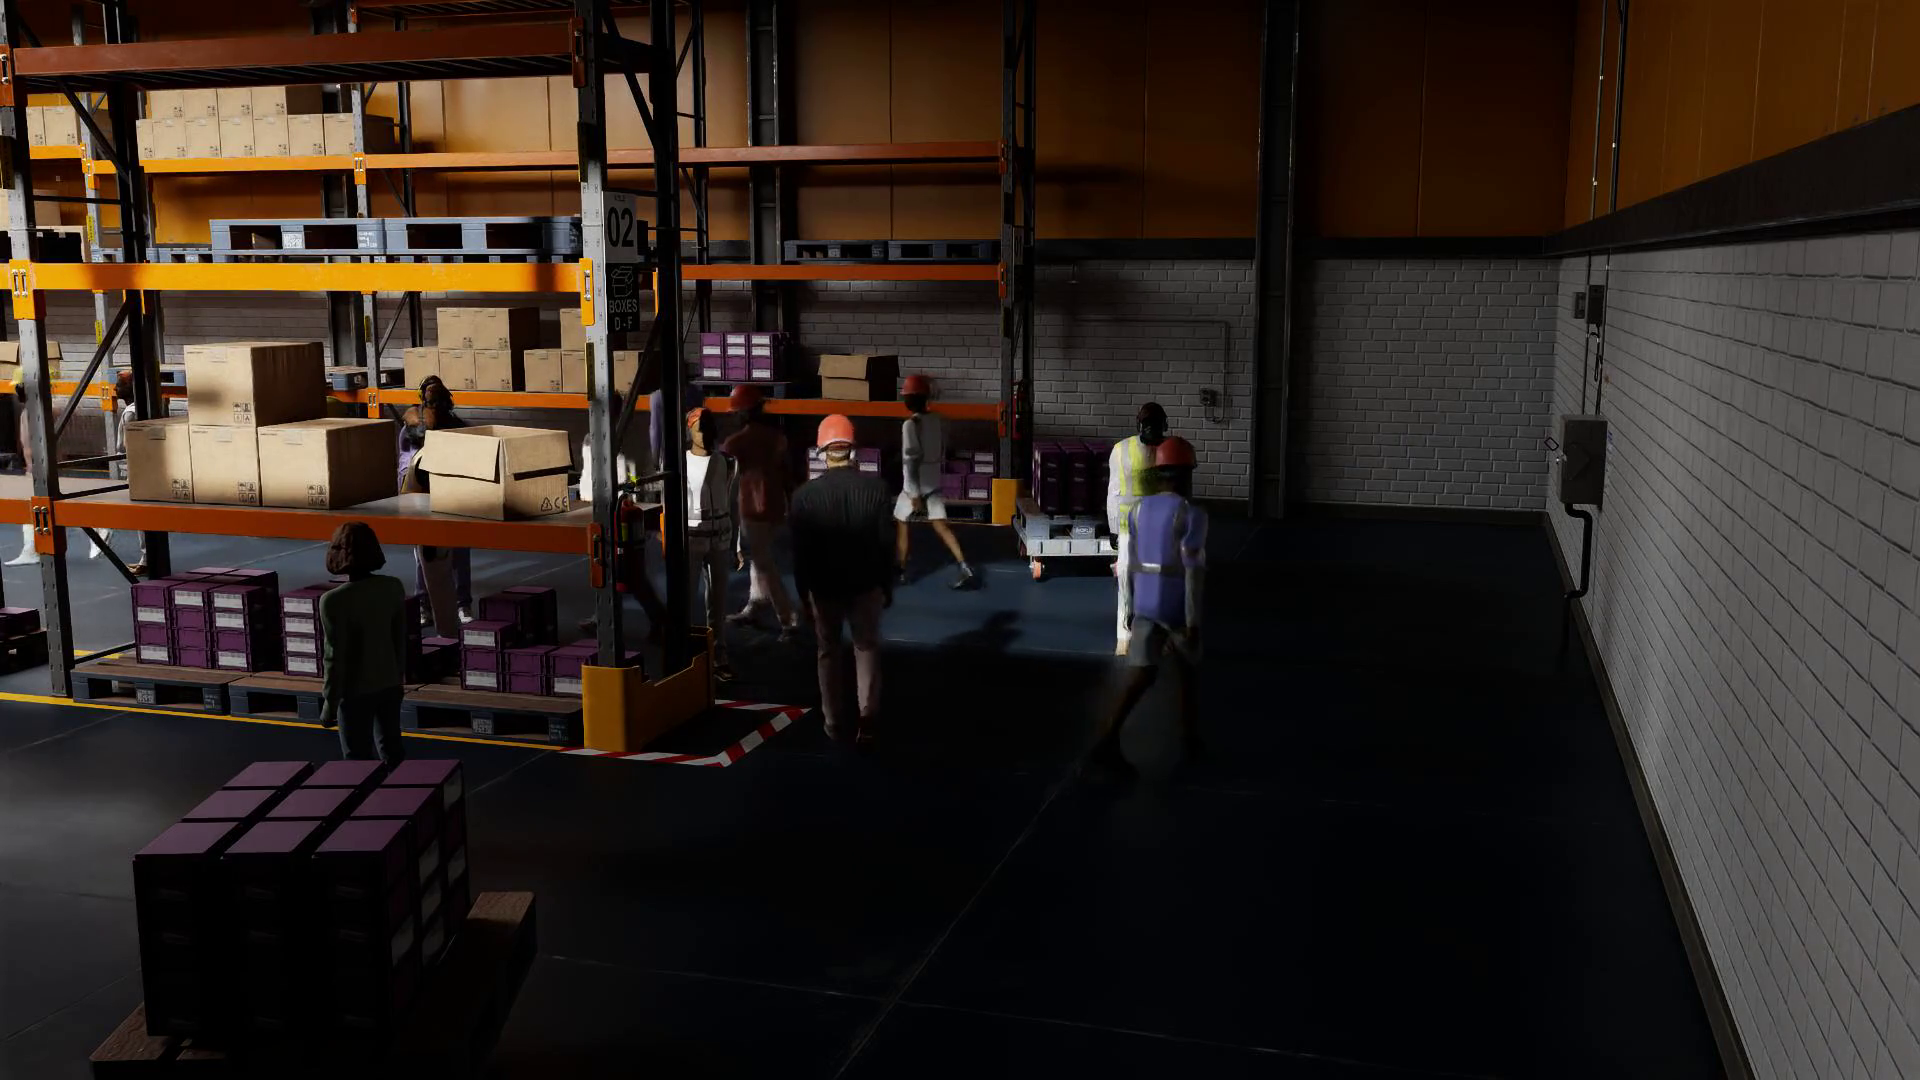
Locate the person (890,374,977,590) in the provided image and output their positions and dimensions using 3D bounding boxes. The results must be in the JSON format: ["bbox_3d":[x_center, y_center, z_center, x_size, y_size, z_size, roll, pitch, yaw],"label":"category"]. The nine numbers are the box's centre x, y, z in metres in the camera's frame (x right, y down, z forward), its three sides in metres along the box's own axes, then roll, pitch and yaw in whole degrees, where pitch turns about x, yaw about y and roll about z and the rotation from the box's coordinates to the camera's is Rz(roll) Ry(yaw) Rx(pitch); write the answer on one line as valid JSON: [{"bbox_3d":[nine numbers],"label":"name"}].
[{"bbox_3d":[-0.275,-0.498,14.477,0.956,1.905,0.535,8,12,39],"label":"person"}]

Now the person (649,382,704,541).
[{"bbox_3d":[-2.838,-0.902,16.826,0.638,1.924,0.712,-8,12,-41],"label":"person"}]

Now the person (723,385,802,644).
[{"bbox_3d":[-1.489,-0.196,12.516,0.977,1.946,0.609,7,12,36],"label":"person"}]

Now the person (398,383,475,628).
[{"bbox_3d":[-4.060,-0.271,13.034,0.639,1.911,0.406,-3,10,-17],"label":"person"}]

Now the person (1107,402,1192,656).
[{"bbox_3d":[1.373,-0.075,12.040,0.622,1.844,0.429,0,9,1],"label":"person"}]

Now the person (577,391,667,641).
[{"bbox_3d":[-2.538,-0.184,12.501,0.875,1.917,0.631,4,10,21],"label":"person"}]

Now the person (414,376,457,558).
[{"bbox_3d":[-4.635,-0.522,14.694,0.309,1.864,0.535,9,13,42],"label":"person"}]

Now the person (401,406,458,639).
[{"bbox_3d":[-3.772,-0.039,11.865,0.430,1.835,0.623,-2,10,-14],"label":"person"}]

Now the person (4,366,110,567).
[{"bbox_3d":[-8.620,-0.716,15.766,0.587,1.902,0.836,8,13,42],"label":"person"}]

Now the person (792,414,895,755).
[{"bbox_3d":[-0.662,0.257,9.644,0.617,1.974,0.848,-2,9,-10],"label":"person"}]

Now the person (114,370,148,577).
[{"bbox_3d":[-7.492,-0.606,15.146,0.353,1.884,0.577,-3,10,-17],"label":"person"}]

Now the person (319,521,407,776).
[{"bbox_3d":[-2.795,0.722,7.814,0.279,1.633,0.505,4,10,24],"label":"person"}]

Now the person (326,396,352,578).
[{"bbox_3d":[-4.757,-0.188,12.756,0.403,1.831,0.595,-2,9,-9],"label":"person"}]

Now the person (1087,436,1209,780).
[{"bbox_3d":[1.092,0.376,9.203,0.582,1.888,0.906,8,12,41],"label":"person"}]

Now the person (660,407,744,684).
[{"bbox_3d":[-1.718,0.052,11.140,0.579,1.883,0.352,-6,11,-34],"label":"person"}]
